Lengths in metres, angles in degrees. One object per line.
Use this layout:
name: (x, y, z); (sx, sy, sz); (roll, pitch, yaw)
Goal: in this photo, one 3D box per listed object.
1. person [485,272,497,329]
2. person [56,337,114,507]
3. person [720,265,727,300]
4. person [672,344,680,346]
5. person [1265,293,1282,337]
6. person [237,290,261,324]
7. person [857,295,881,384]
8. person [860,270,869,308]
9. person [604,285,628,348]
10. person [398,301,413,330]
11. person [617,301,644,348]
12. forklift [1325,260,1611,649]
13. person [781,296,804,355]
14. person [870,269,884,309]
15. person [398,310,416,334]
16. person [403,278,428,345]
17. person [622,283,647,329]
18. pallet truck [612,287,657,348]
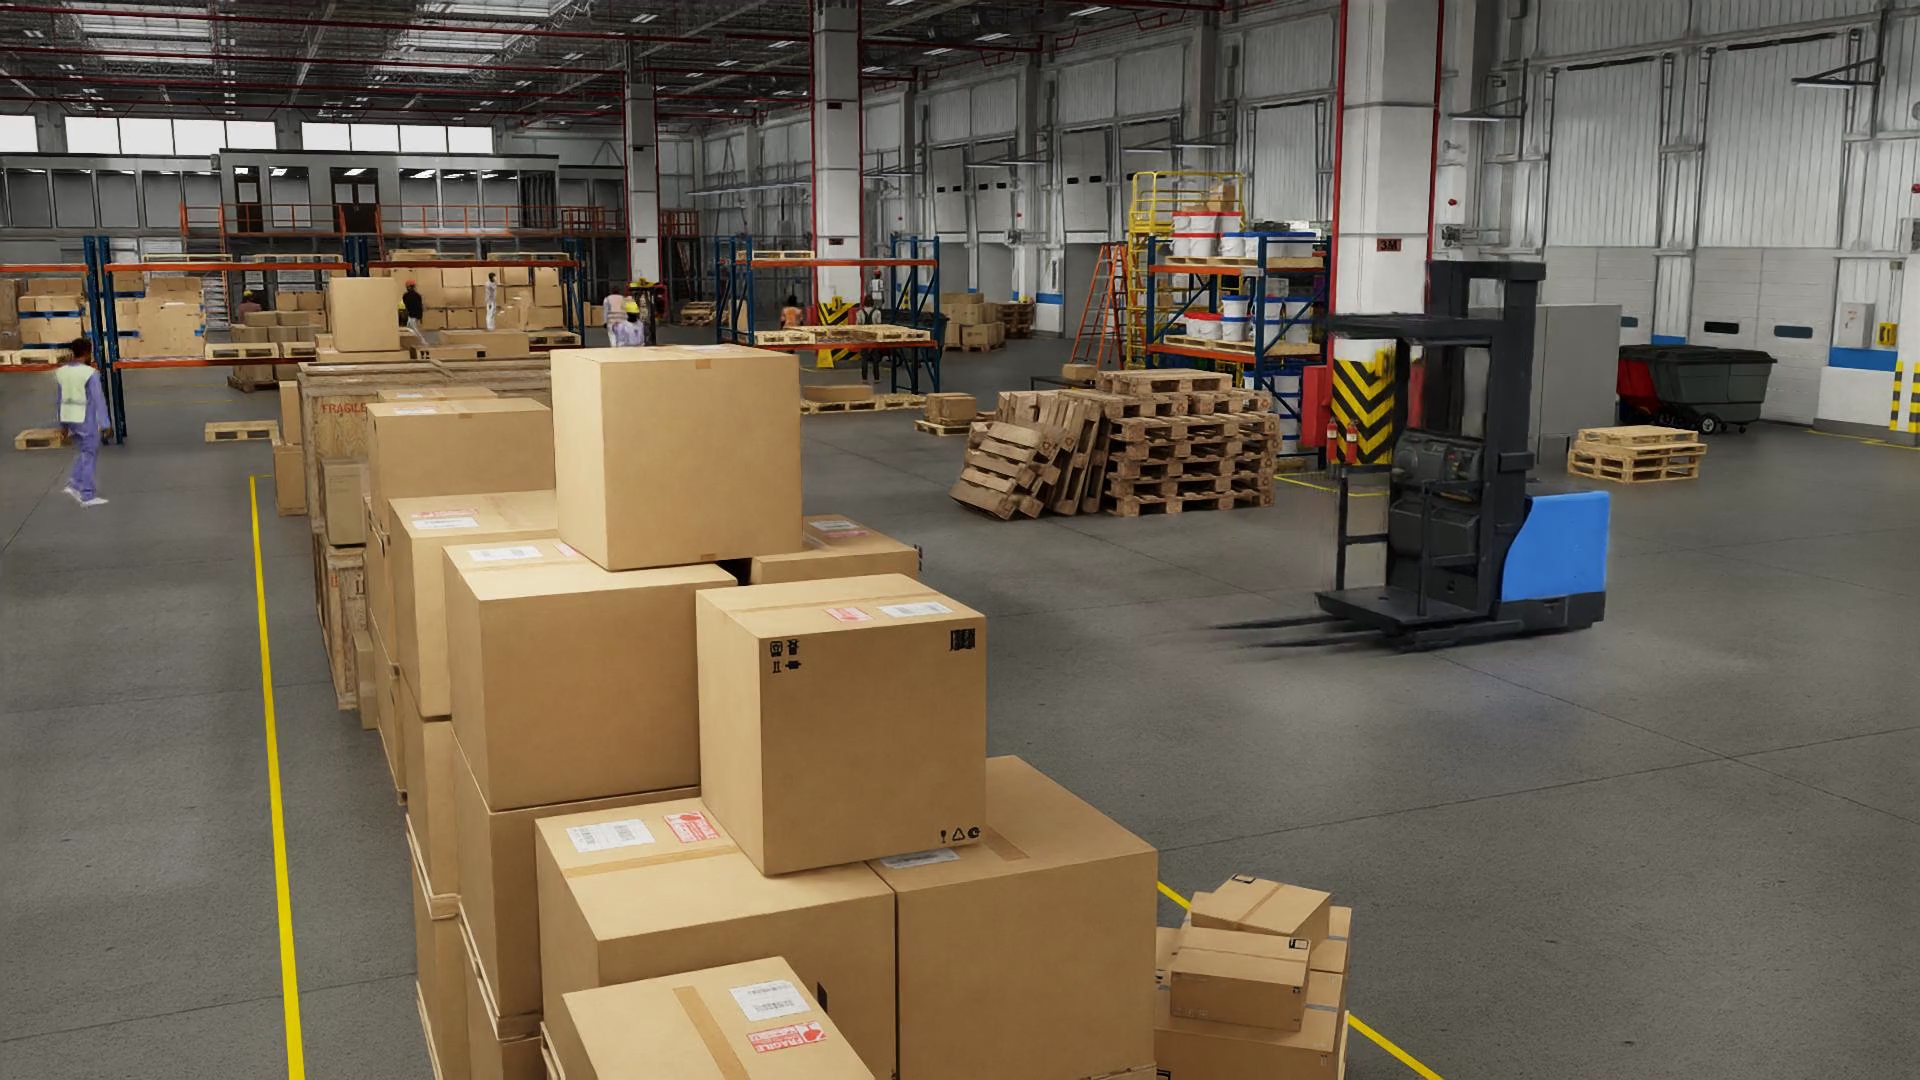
person: (-14.891, -7.539, 52.874); (0.380, 1.931, 0.625); (0, 10, 1)
person: (-9.811, -1.316, 18.642); (0.586, 1.899, 0.453); (5, 11, 26)
person: (-11.616, -12.732, 81.297); (0.382, 1.993, 0.622); (4, 11, 19)
person: (-3.031, -1.139, 17.671); (0.580, 1.908, 0.719); (-7, 12, -32)
person: (6.021, -3.845, 32.479); (0.548, 1.936, 0.378); (5, 11, 26)
person: (-17.288, -5.192, 40.452); (0.544, 1.728, 0.837); (-8, 13, -37)
person: (-1.878, -4.146, 34.402); (0.506, 1.843, 0.350); (0, 10, 1)
person: (-3.673, -9.042, 61.165); (0.612, 1.919, 0.557); (-3, 11, -16)
person: (-8.673, -5.521, 42.016); (0.647, 1.824, 0.444); (-3, 11, -15)
person: (-11.403, -4.046, 34.135); (0.488, 1.725, 0.566); (3, 11, 16)
person: (-5.715, -3.218, 29.101); (0.423, 1.907, 0.605); (8, 13, 36)
forklift: (3.936, -0.721, 12.659); (1.873, 2.768, 1.129); (-4, 11, -23)
person: (-3.909, -4.887, 38.986); (0.534, 1.650, 0.878); (3, 11, 19)
person: (-2.811, -8.286, 56.955); (0.549, 1.938, 0.363); (6, 12, 31)
person: (-8.312, -2.468, 24.887); (0.372, 1.940, 0.630); (0, 10, 3)
person: (-14.270, -5.856, 43.516); (0.922, 1.963, 0.615); (4, 11, 21)
person: (-8.135, -5.464, 41.536); (0.609, 1.884, 0.911); (-4, 11, -20)
pallet truck: (-6.464, -4.406, 35.401); (0.823, 1.965, 1.885); (6, 12, 32)
